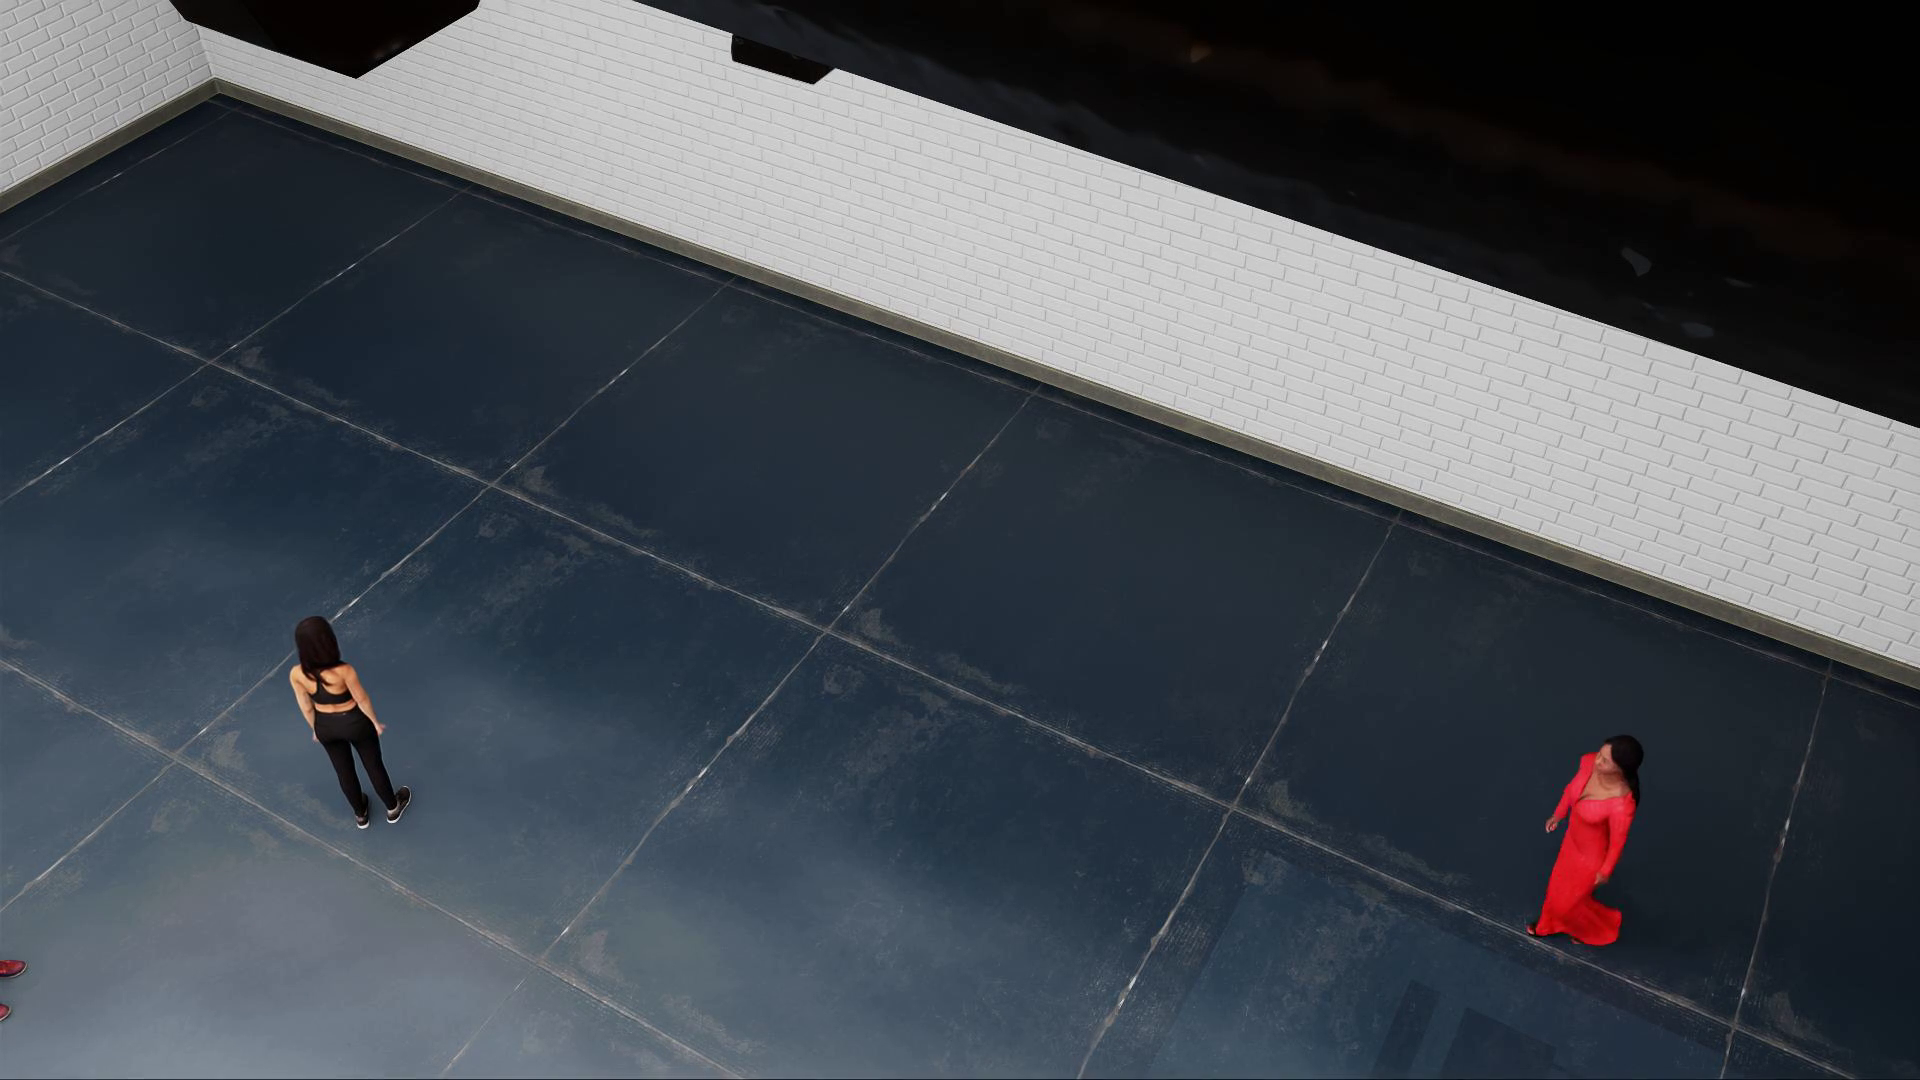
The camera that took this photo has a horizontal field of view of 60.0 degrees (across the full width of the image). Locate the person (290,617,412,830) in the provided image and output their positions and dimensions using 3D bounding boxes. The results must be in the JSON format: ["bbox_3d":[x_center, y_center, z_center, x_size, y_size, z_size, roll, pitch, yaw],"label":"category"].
[{"bbox_3d":[-3.592,1.092,9.688,0.642,1.638,0.675,-4,44,-4],"label":"person"}]

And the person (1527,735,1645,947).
[{"bbox_3d":[3.485,1.655,9.007,0.872,1.772,0.821,-4,44,-5],"label":"person"}]
